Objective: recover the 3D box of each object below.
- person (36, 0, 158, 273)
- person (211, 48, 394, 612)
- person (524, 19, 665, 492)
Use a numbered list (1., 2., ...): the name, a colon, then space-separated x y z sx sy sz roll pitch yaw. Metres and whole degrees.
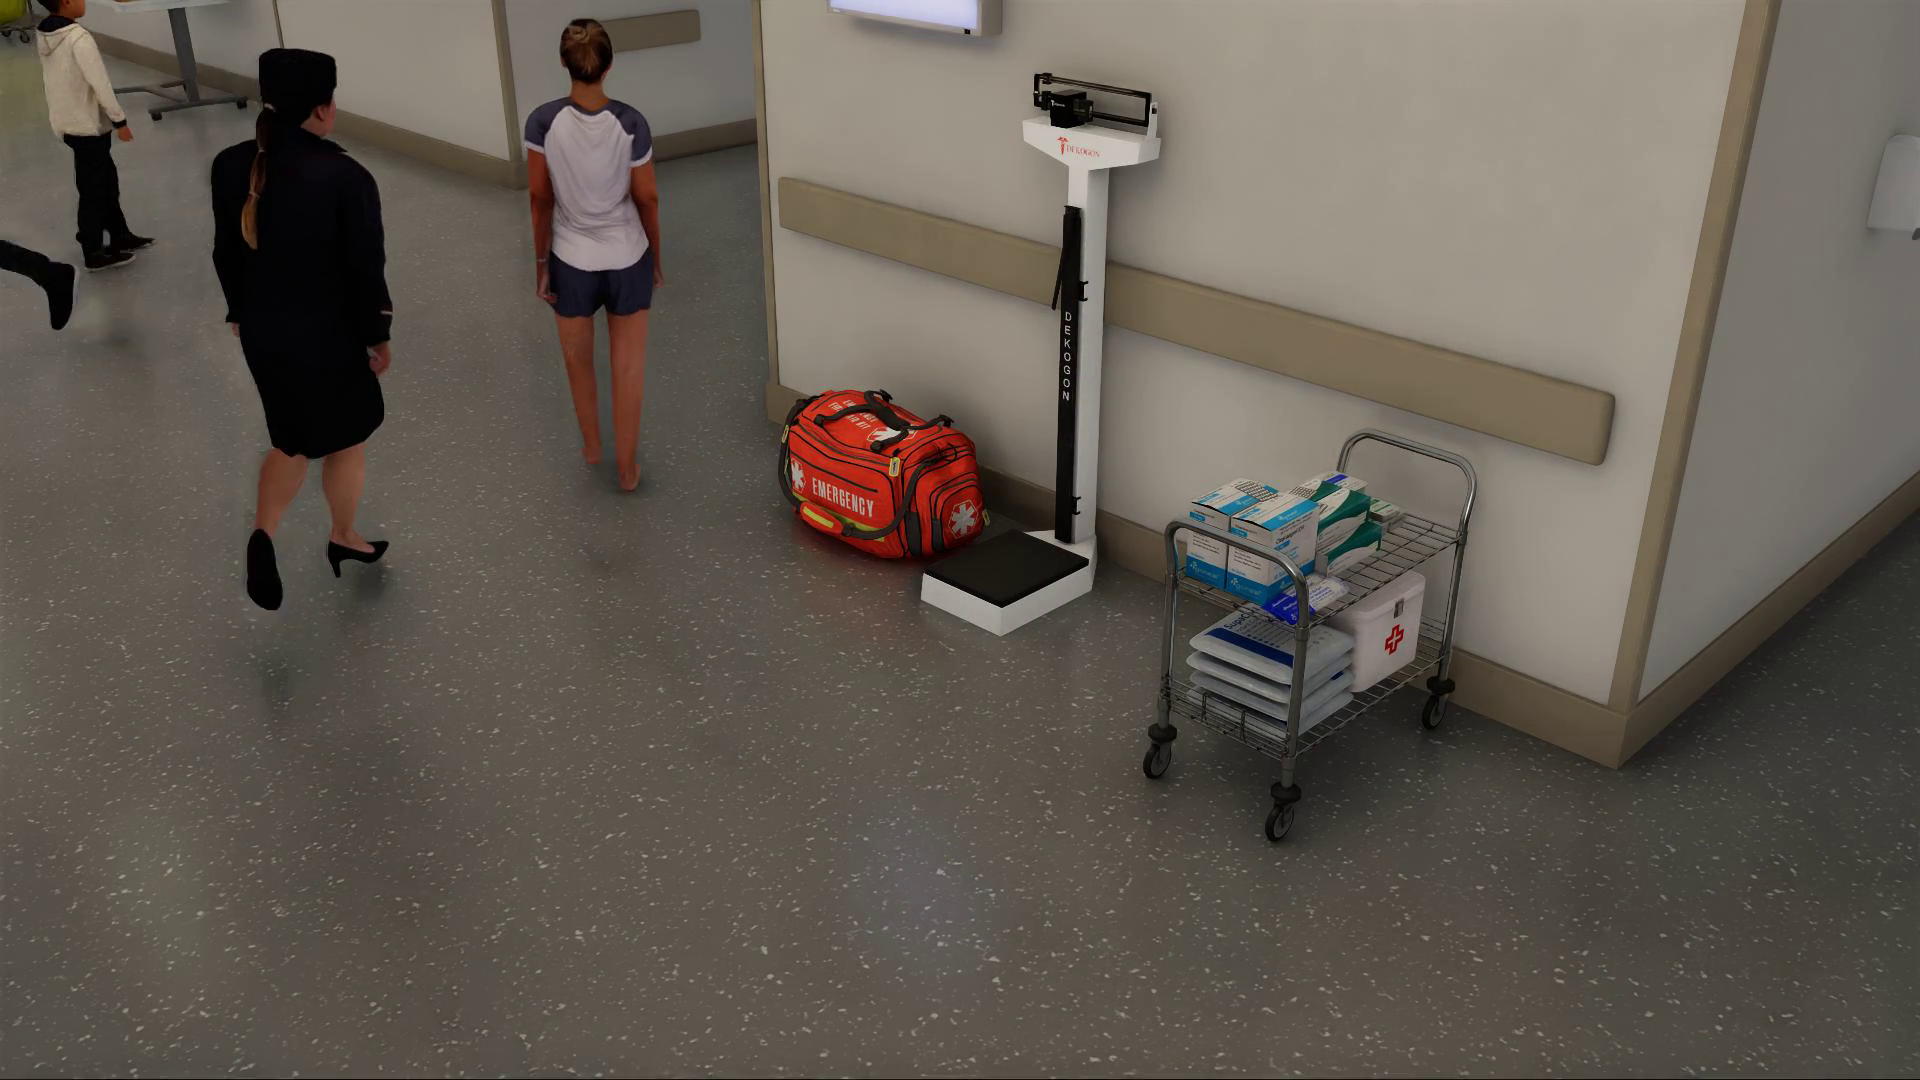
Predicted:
1. person: -4.382 -2.035 8.179 0.641 1.441 0.696 19 31 33
2. person: -1.942 -0.550 4.866 1.019 1.644 1.032 5 26 11
3. person: -1.229 -0.910 5.656 0.718 1.607 0.772 -4 26 -8
